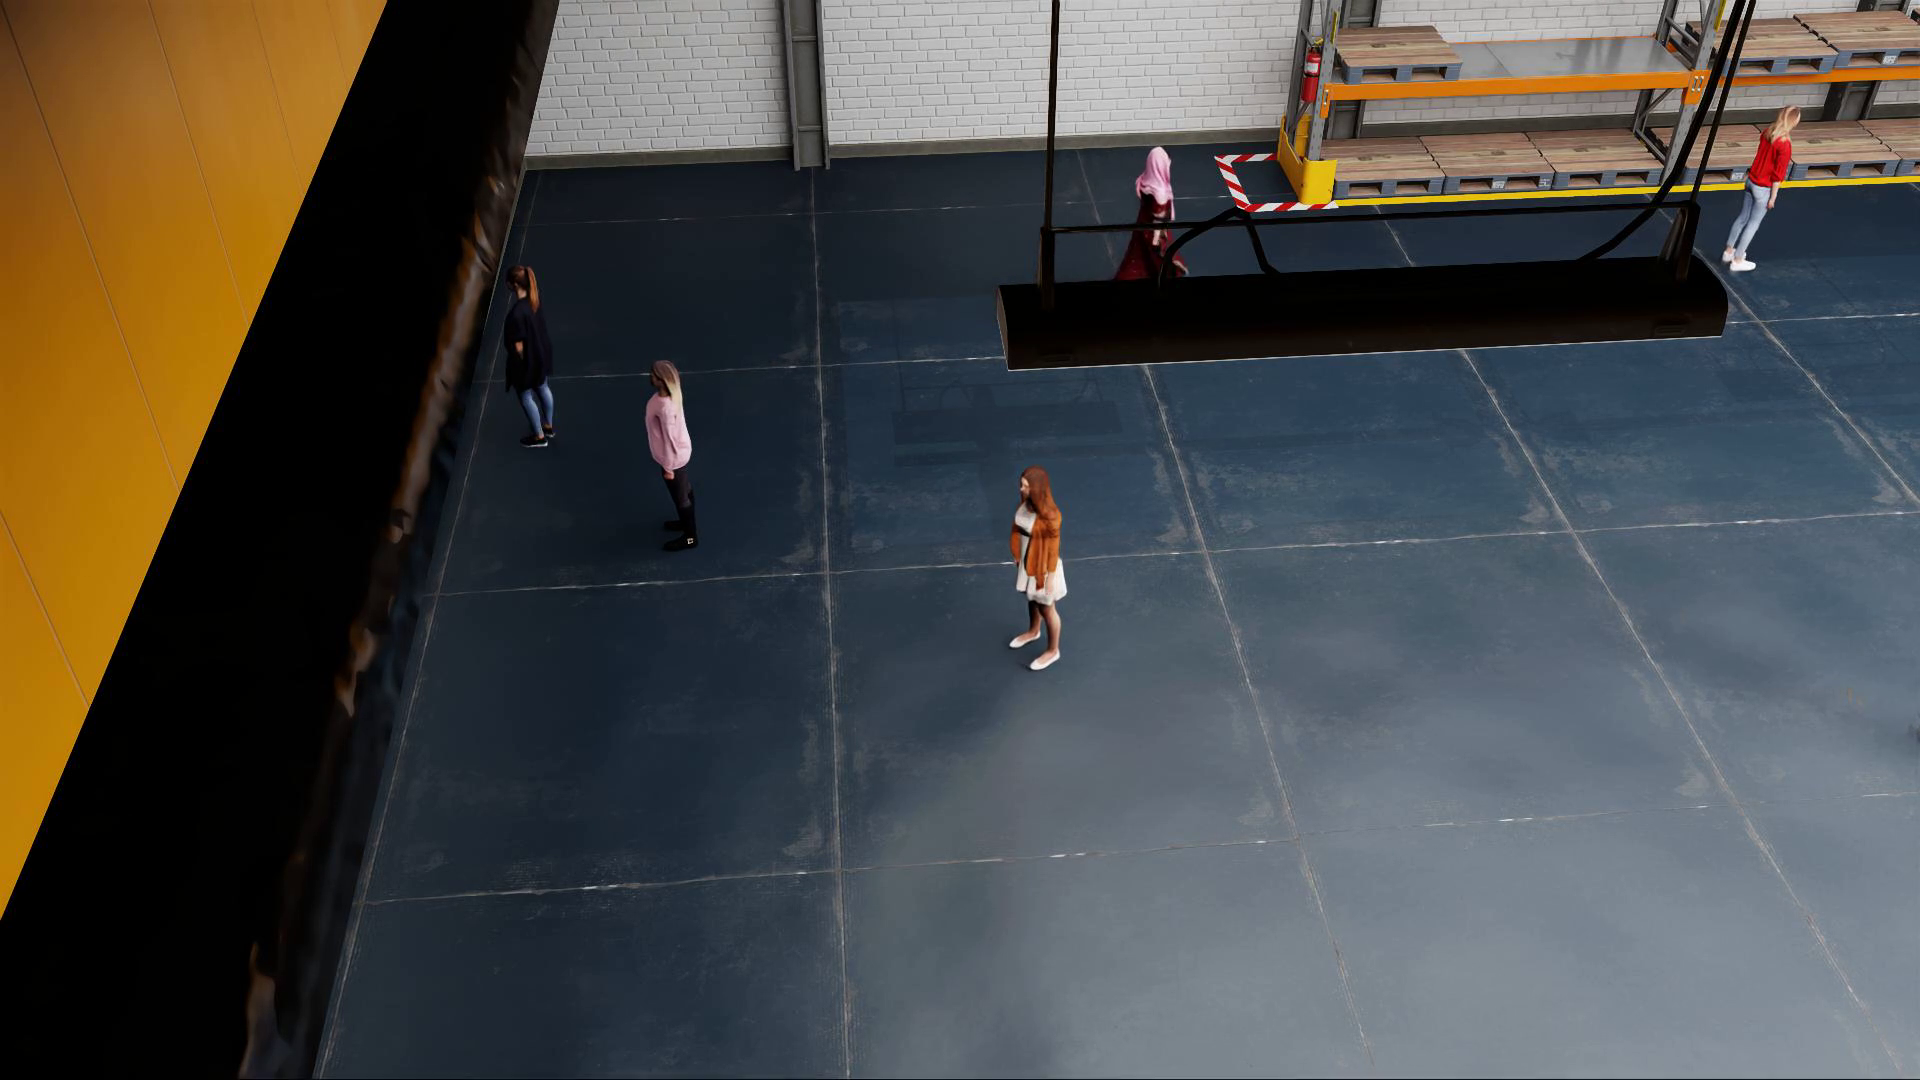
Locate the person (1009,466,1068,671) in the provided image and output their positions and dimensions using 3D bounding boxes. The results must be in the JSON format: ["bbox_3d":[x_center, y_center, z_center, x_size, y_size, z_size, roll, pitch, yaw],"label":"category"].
[{"bbox_3d":[0.571,0.160,11.747,0.702,1.715,0.690,-20,43,-23],"label":"person"}]

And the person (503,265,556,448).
[{"bbox_3d":[-3.528,-1.538,13.897,0.740,1.685,0.737,13,40,16],"label":"person"}]

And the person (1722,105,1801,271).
[{"bbox_3d":[7.839,-3.459,16.288,0.531,1.702,0.620,-6,39,-8],"label":"person"}]

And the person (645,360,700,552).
[{"bbox_3d":[-2.193,-0.668,12.805,0.528,1.688,0.589,-2,39,-3],"label":"person"}]

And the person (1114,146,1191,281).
[{"bbox_3d":[1.752,-2.928,15.707,1.129,1.598,0.774,-9,40,-11],"label":"person"}]
